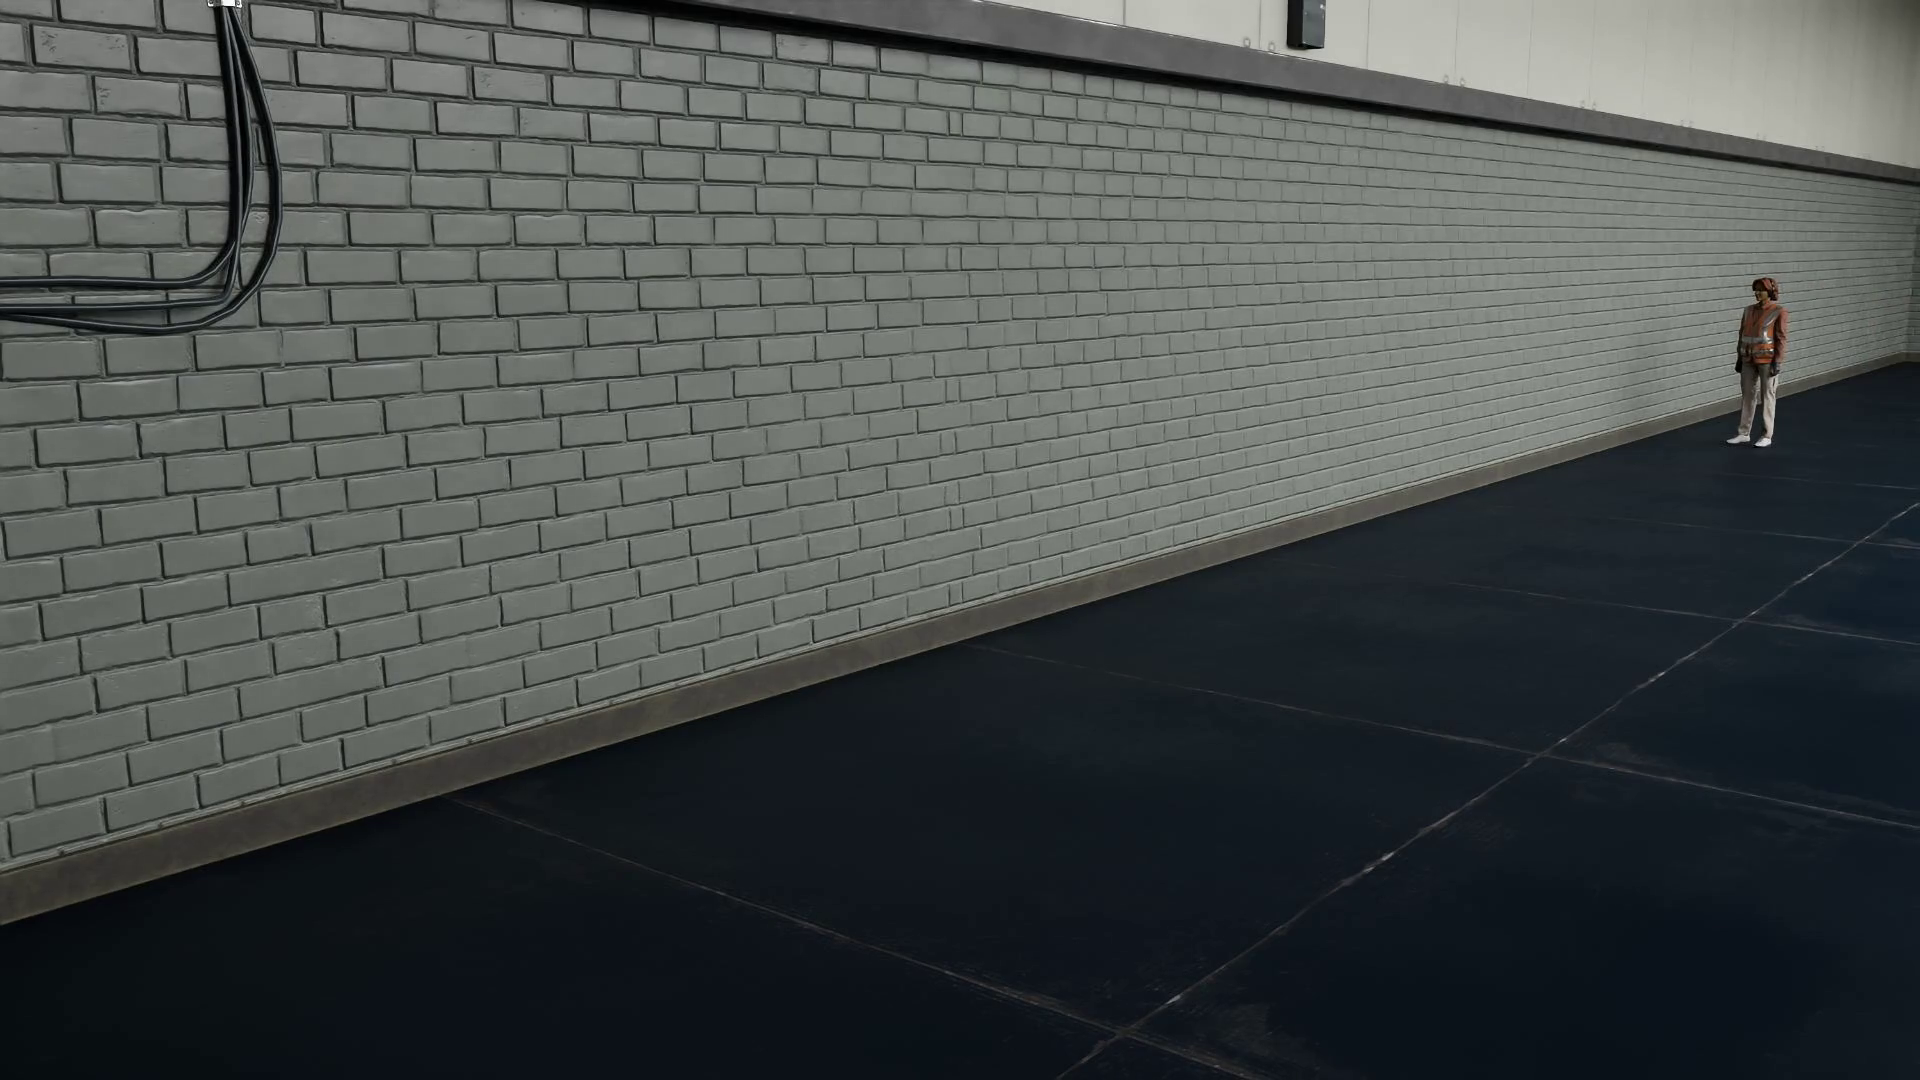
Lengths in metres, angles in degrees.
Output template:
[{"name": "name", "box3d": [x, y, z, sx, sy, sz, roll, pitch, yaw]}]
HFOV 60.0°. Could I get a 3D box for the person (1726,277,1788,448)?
[{"name": "person", "box3d": [7.793, -1.730, 16.207, 0.309, 1.641, 0.514, -5, 11, -25]}]
